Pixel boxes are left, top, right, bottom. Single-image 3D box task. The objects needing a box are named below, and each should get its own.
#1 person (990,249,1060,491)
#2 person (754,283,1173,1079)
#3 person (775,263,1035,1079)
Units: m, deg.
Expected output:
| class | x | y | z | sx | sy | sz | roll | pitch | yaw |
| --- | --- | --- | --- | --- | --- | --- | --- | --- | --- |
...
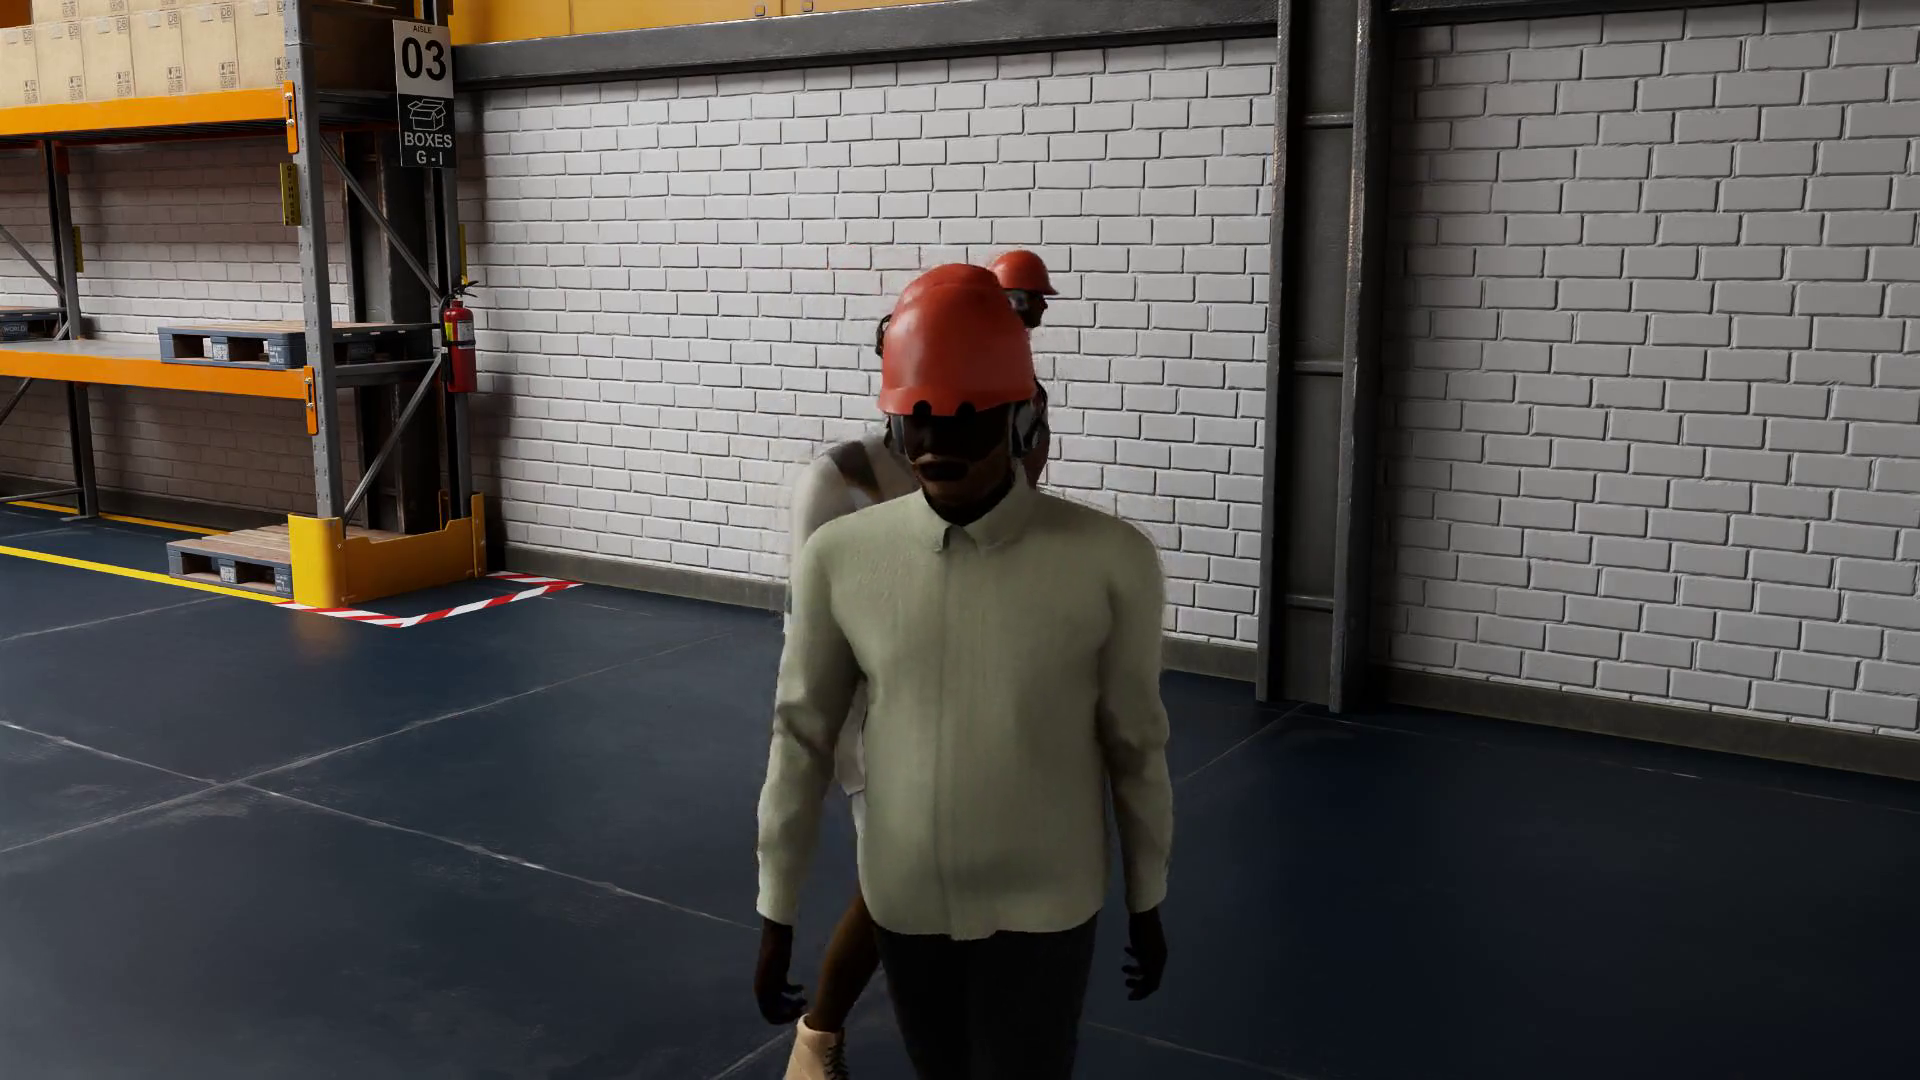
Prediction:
| class | x | y | z | sx | sy | sz | roll | pitch | yaw |
| --- | --- | --- | --- | --- | --- | --- | --- | --- | --- |
| person | 0.187 | -0.219 | 6.990 | 0.519 | 1.980 | 0.643 | 0 | 10 | -3 |
| person | -0.018 | 0.586 | 2.629 | 0.649 | 1.944 | 0.991 | 3 | 11 | 17 |
| person | -0.050 | 0.428 | 3.452 | 1.078 | 1.973 | 0.617 | 9 | 14 | 41 |
